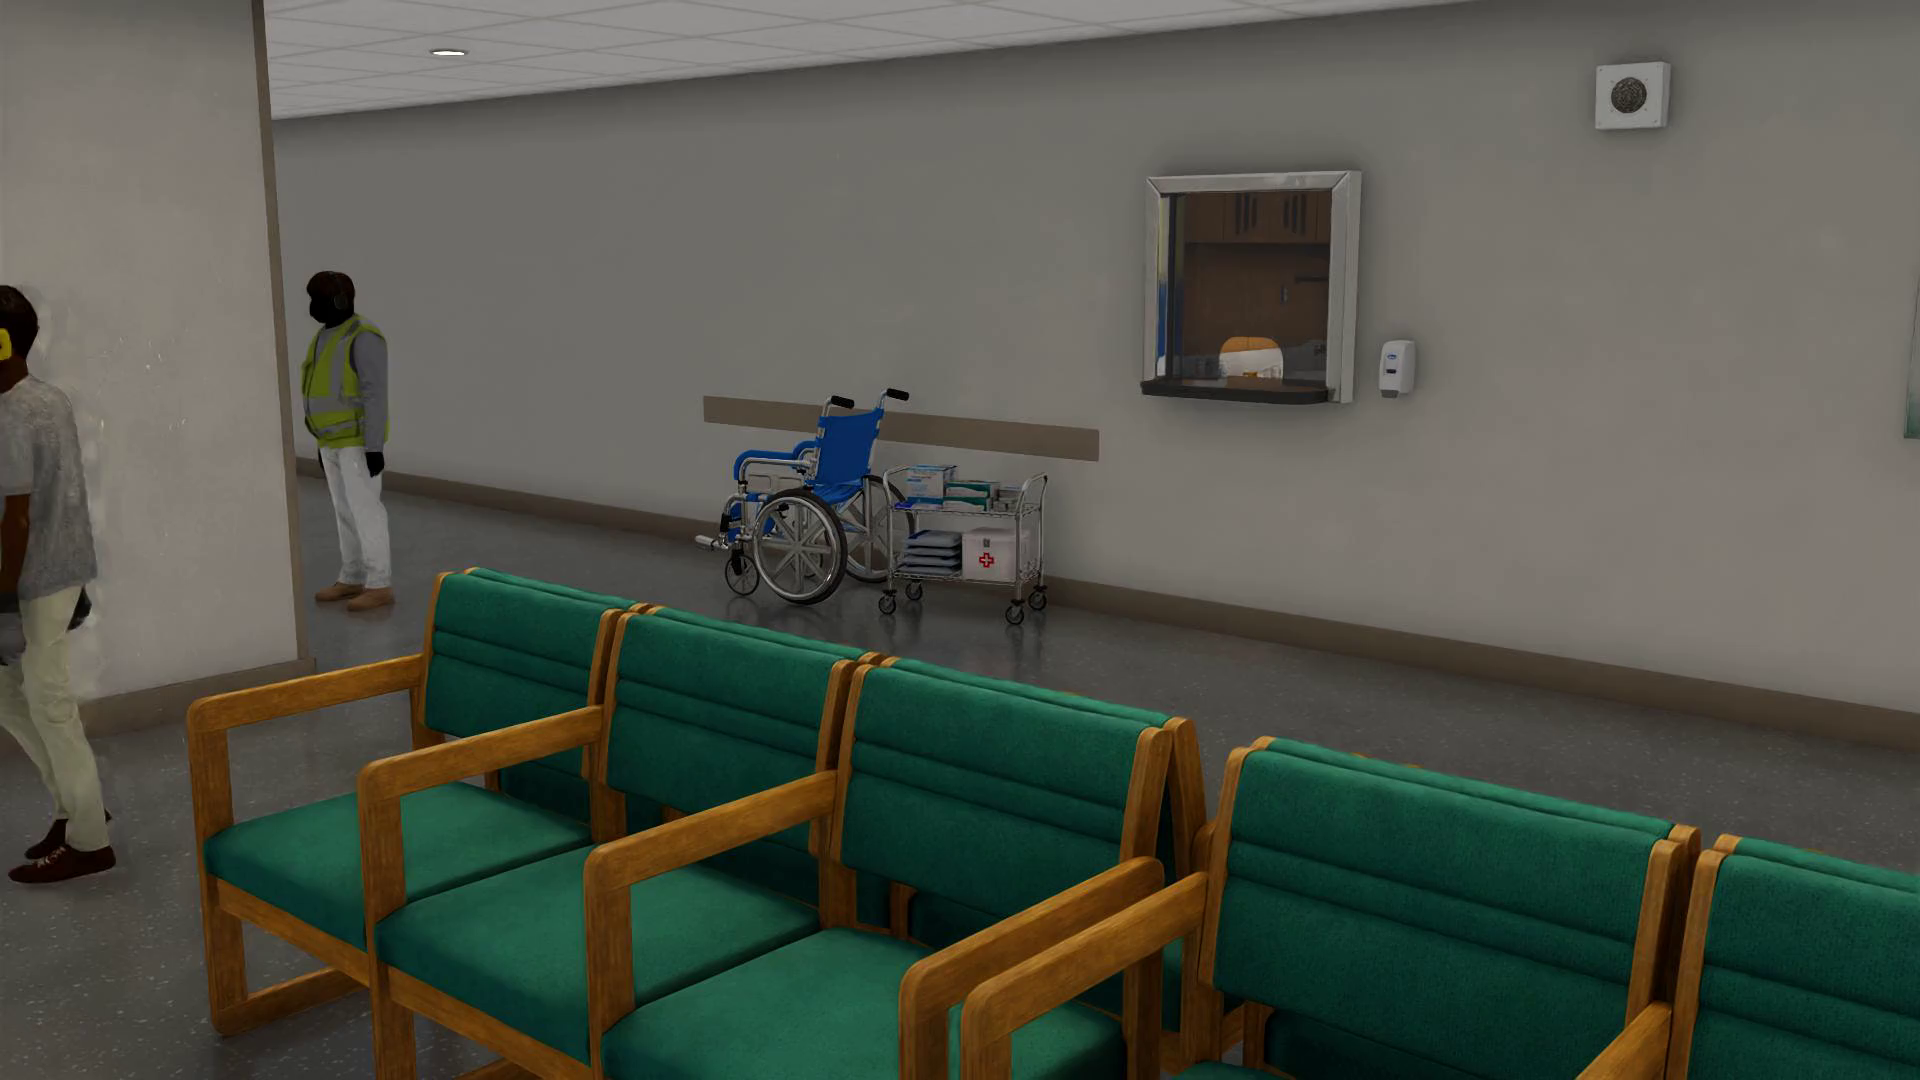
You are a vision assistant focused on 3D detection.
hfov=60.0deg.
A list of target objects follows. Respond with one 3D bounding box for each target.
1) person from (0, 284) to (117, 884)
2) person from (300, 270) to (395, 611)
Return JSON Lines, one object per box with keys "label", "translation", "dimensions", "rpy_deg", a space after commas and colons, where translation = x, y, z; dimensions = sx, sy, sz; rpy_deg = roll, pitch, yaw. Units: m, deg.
{"label": "person", "translation": [-2.853, 0.157, 5.071], "dimensions": [0.460, 1.849, 0.546], "rpy_deg": [-3, 10, -18]}
{"label": "person", "translation": [-3.336, -0.540, 9.069], "dimensions": [0.655, 1.842, 0.430], "rpy_deg": [9, 14, 42]}
